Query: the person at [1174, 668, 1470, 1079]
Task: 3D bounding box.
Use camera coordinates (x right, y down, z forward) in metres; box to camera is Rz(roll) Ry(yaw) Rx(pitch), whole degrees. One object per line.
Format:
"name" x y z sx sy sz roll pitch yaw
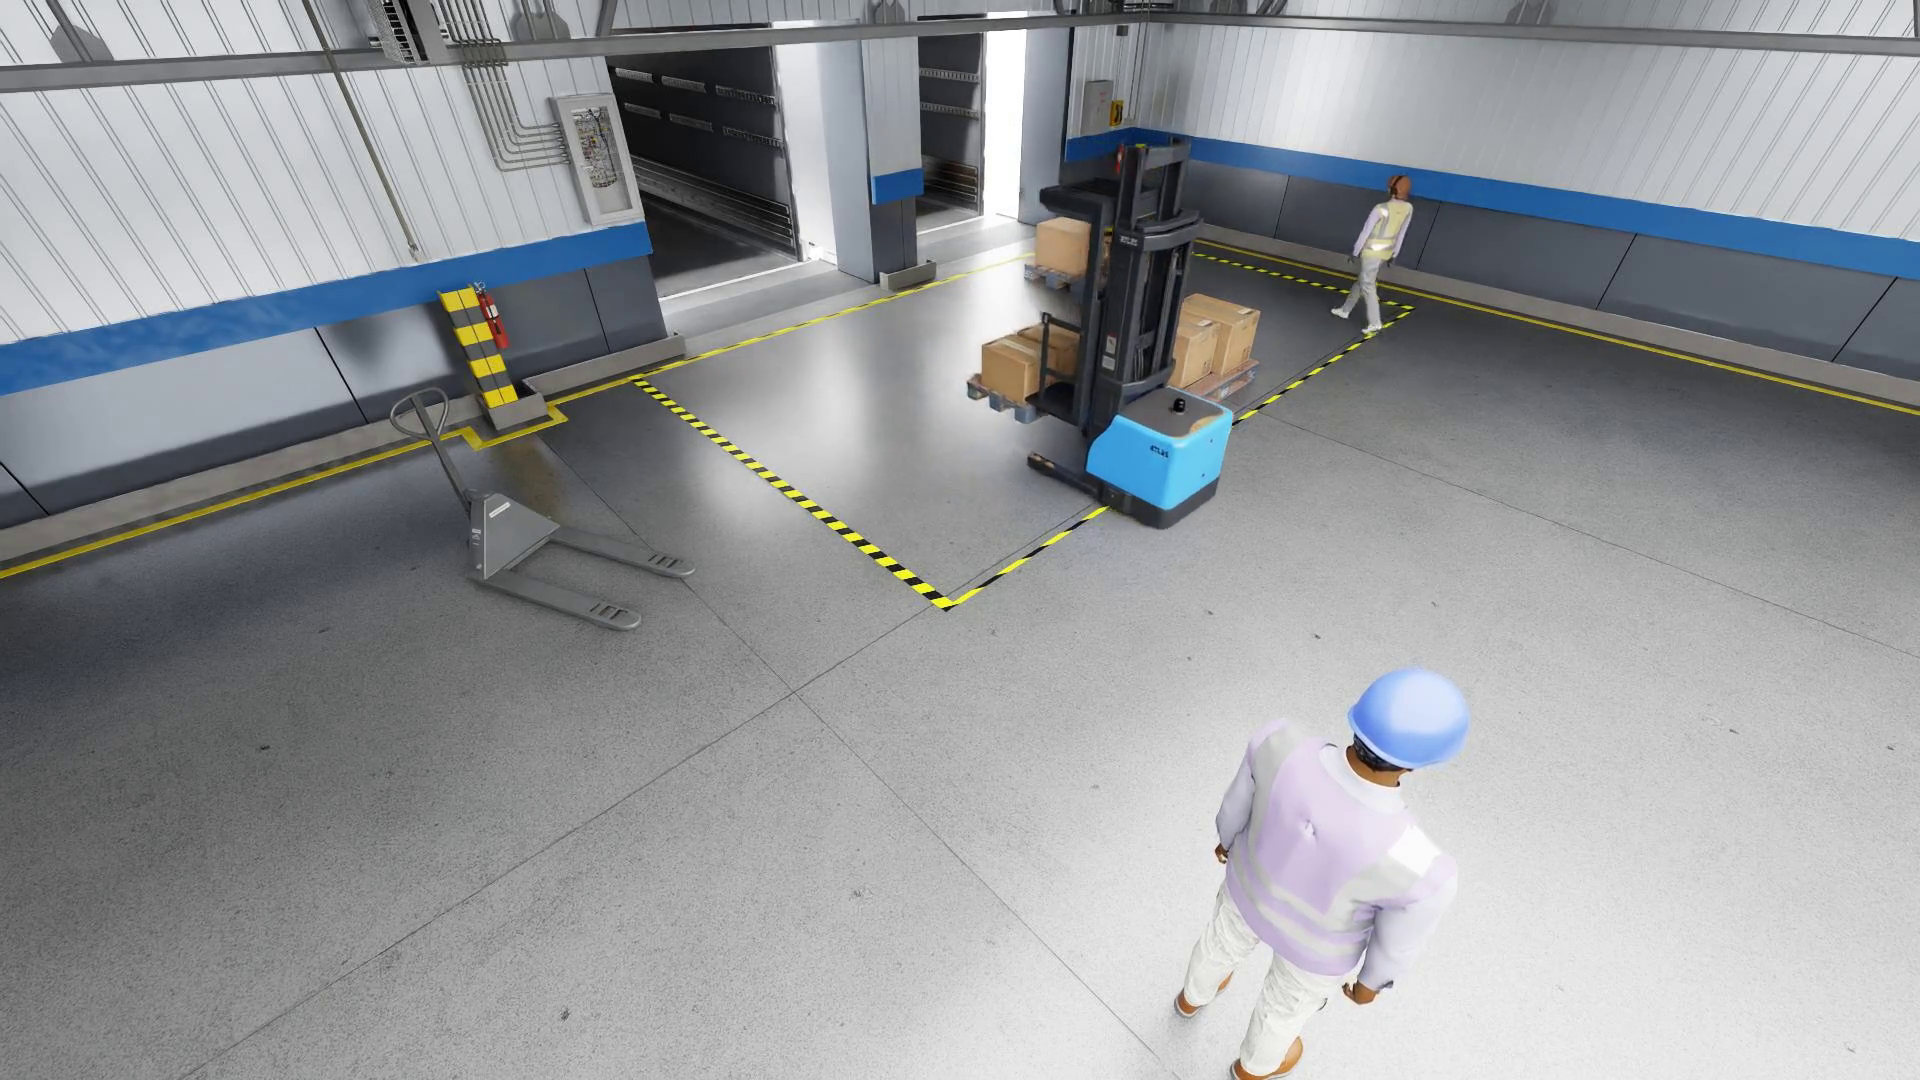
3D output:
"person" 1.048 1.105 2.263 0.402 1.945 0.614 -21 42 -25

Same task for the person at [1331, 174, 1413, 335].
"person" 4.542 -3.104 7.993 0.522 1.597 0.848 -13 40 -17

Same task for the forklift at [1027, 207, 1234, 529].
"forklift" 1.418 -1.167 5.126 0.716 2.013 0.776 -30 47 -33

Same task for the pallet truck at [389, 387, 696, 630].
"pallet truck" -2.613 -0.247 4.593 1.601 1.201 0.680 14 40 17
